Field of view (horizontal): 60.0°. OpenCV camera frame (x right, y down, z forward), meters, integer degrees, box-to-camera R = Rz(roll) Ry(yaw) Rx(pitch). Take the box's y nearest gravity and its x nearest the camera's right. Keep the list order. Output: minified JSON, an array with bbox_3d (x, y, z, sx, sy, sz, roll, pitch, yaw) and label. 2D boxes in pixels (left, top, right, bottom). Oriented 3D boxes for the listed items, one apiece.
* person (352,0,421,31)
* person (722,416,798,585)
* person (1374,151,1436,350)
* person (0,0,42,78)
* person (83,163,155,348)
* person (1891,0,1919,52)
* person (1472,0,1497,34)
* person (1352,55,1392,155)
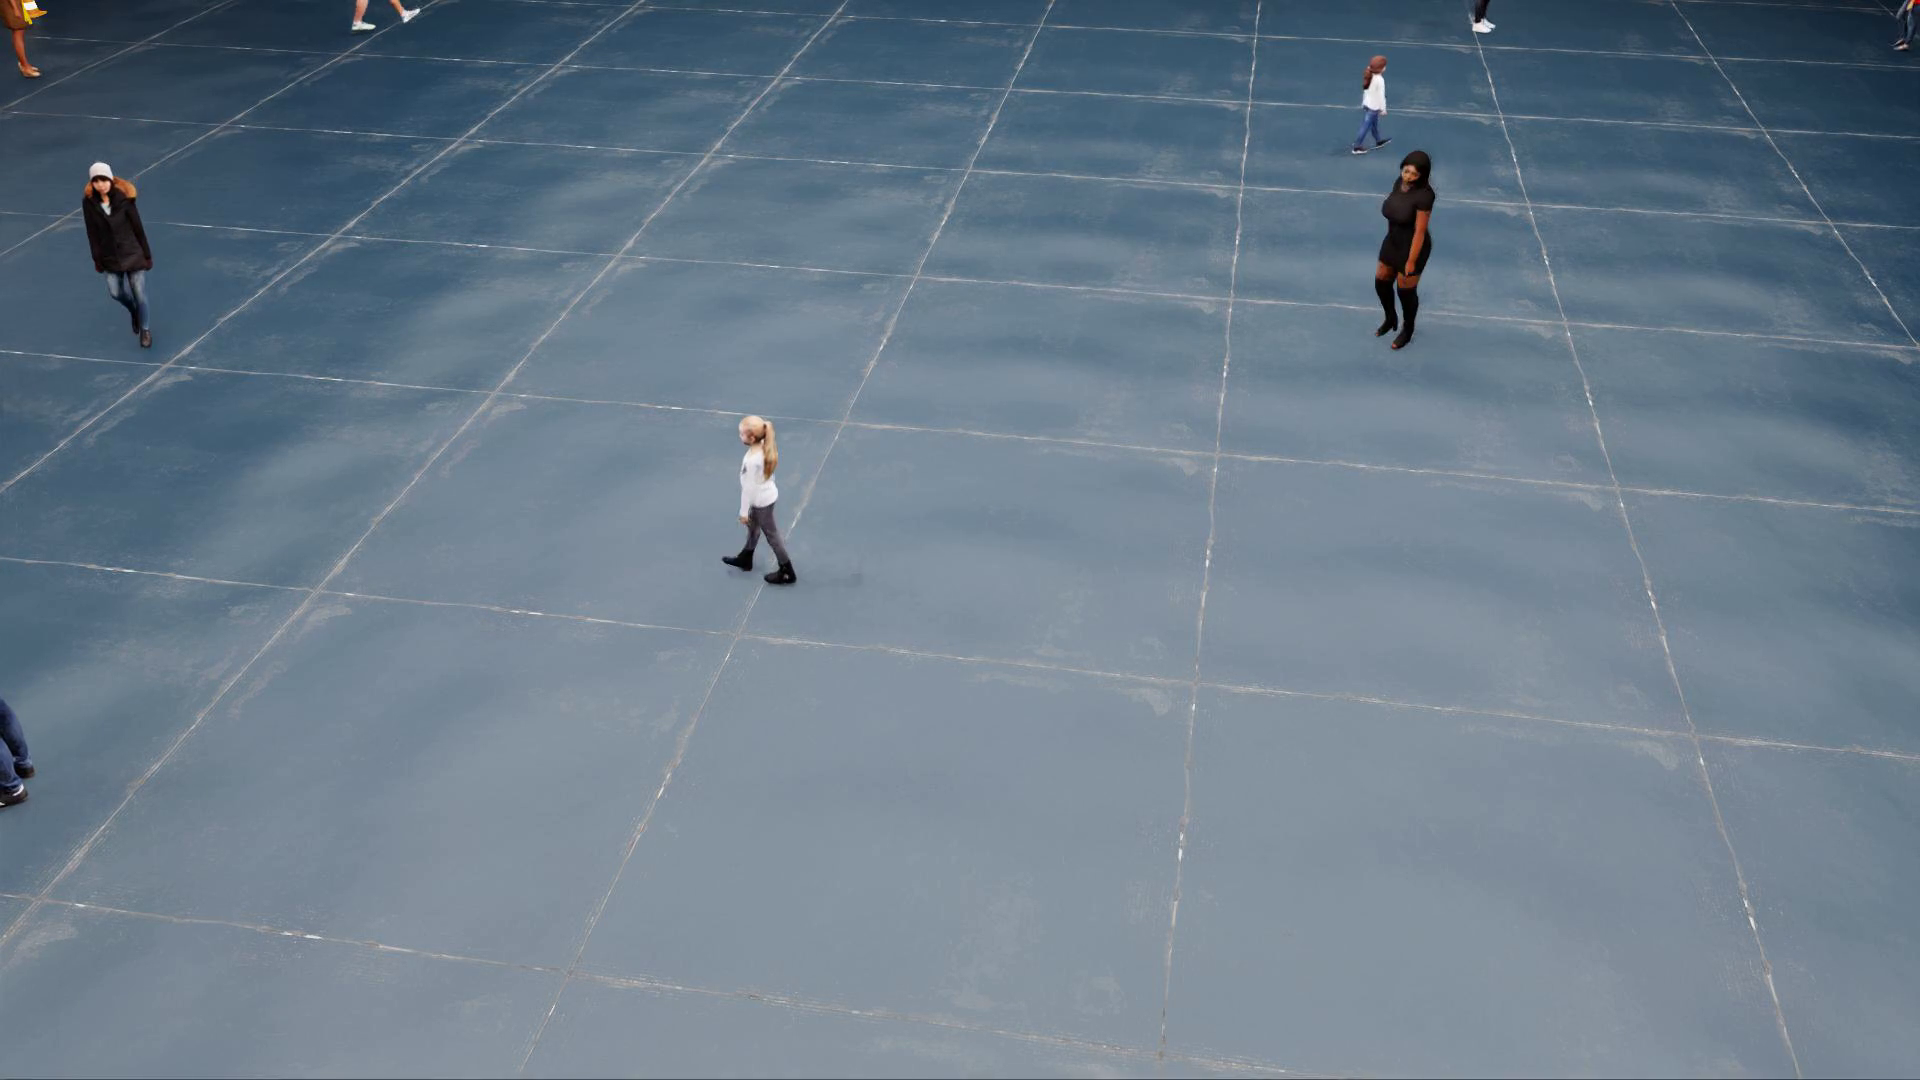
[{"bbox_3d":[-8.128,-7.832,22.672,1.302,1.796,1.212,-18,37,-26],"label":"person"},{"bbox_3d":[-1.261,-0.254,11.163,0.766,1.258,0.504,6,33,9],"label":"person"},{"bbox_3d":[3.818,-2.460,14.141,0.863,1.812,0.819,-7,33,-11],"label":"person"},{"bbox_3d":[-11.996,-6.732,21.030,0.690,1.688,0.644,-18,36,-26],"label":"person"},{"bbox_3d":[-7.229,-2.483,14.349,0.773,1.630,0.842,-9,33,-14],"label":"person"},{"bbox_3d":[12.727,-7.137,22.032,0.518,1.303,0.485,7,33,11],"label":"person"},{"bbox_3d":[7.172,-7.841,22.741,0.726,1.738,0.702,16,36,24],"label":"person"},{"bbox_3d":[4.573,-4.874,18.643,0.788,1.093,0.622,-7,33,-11],"label":"person"}]
